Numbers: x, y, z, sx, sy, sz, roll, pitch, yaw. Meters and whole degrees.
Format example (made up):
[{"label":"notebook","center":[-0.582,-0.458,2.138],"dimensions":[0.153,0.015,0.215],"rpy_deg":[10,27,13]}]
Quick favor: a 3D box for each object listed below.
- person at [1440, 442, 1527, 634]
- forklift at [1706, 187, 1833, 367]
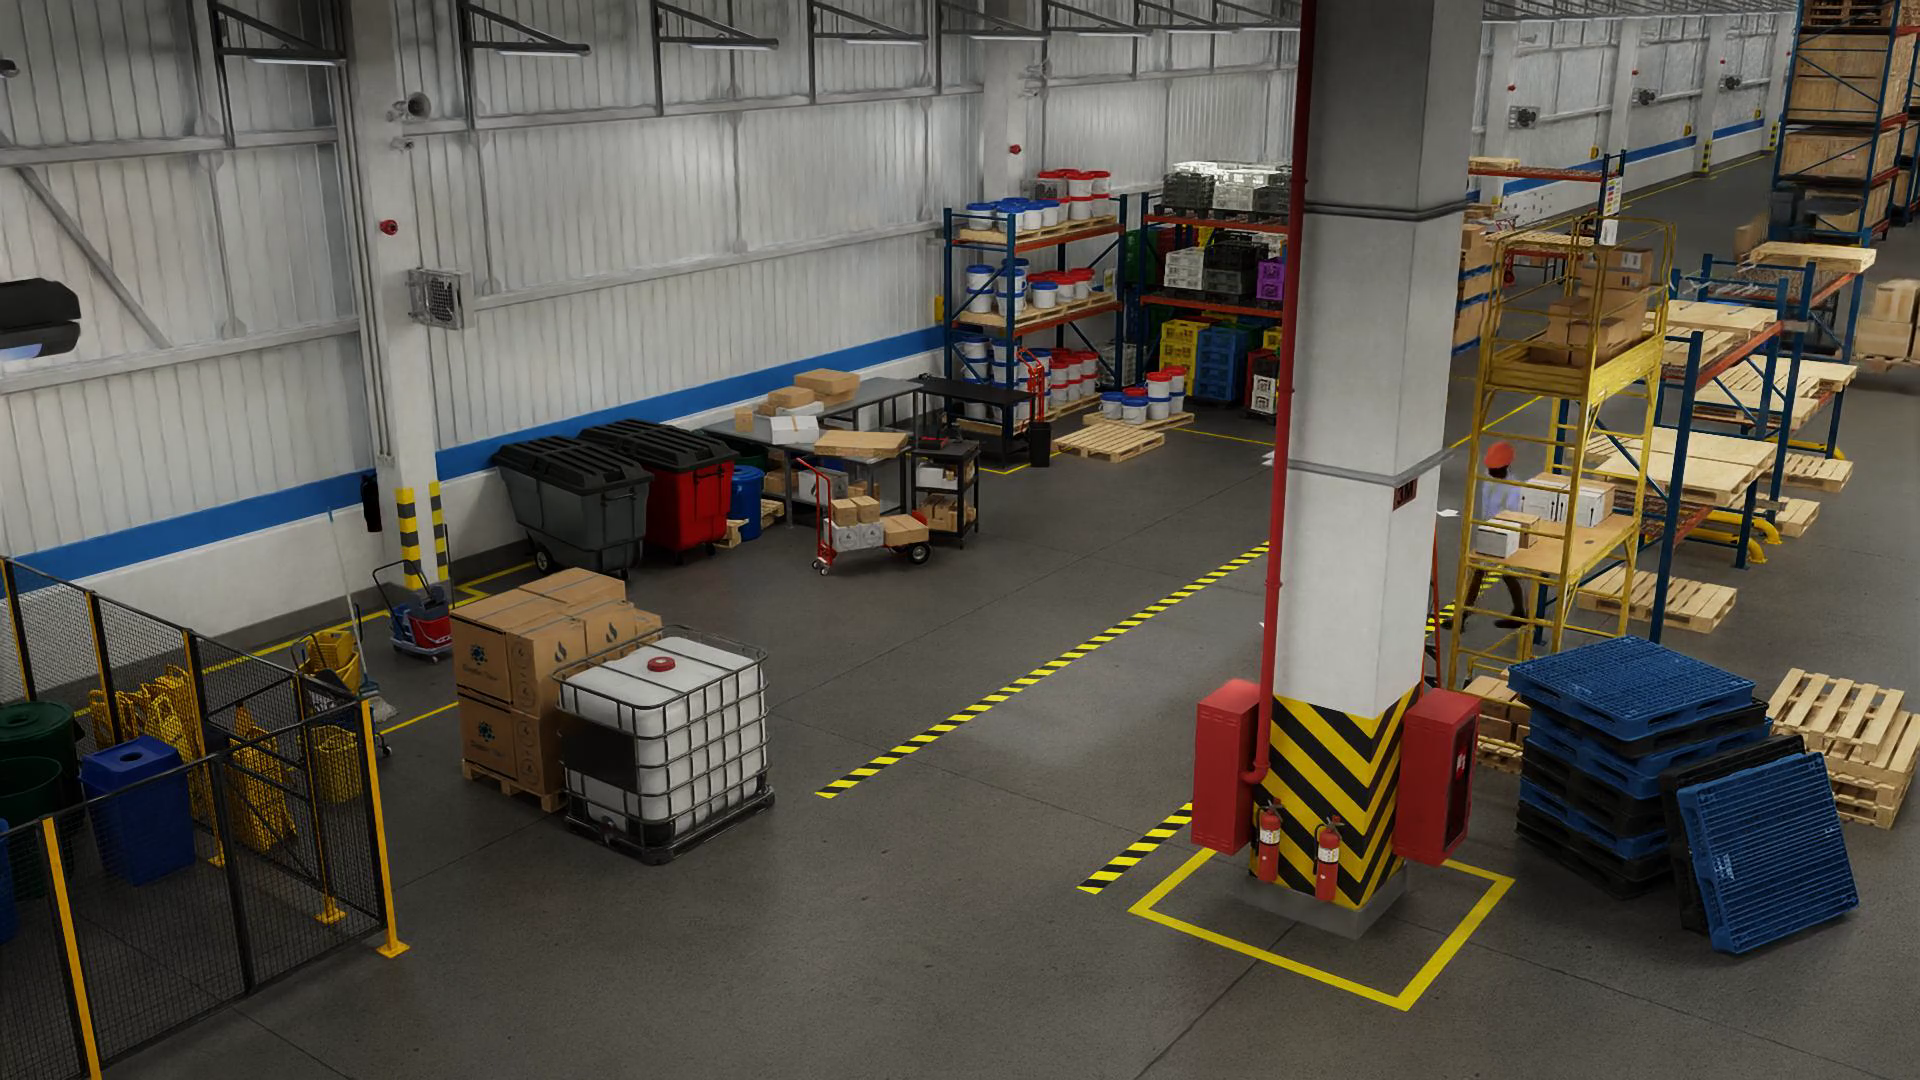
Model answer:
[{"label":"person","center":[4.901,-0.018,15.278],"dimensions":[0.980,1.864,0.611],"rpy_deg":[-7,19,-20]},{"label":"forklift","center":[12.818,-4.099,26.164],"dimensions":[1.873,2.768,1.129],"rpy_deg":[13,22,34]}]
